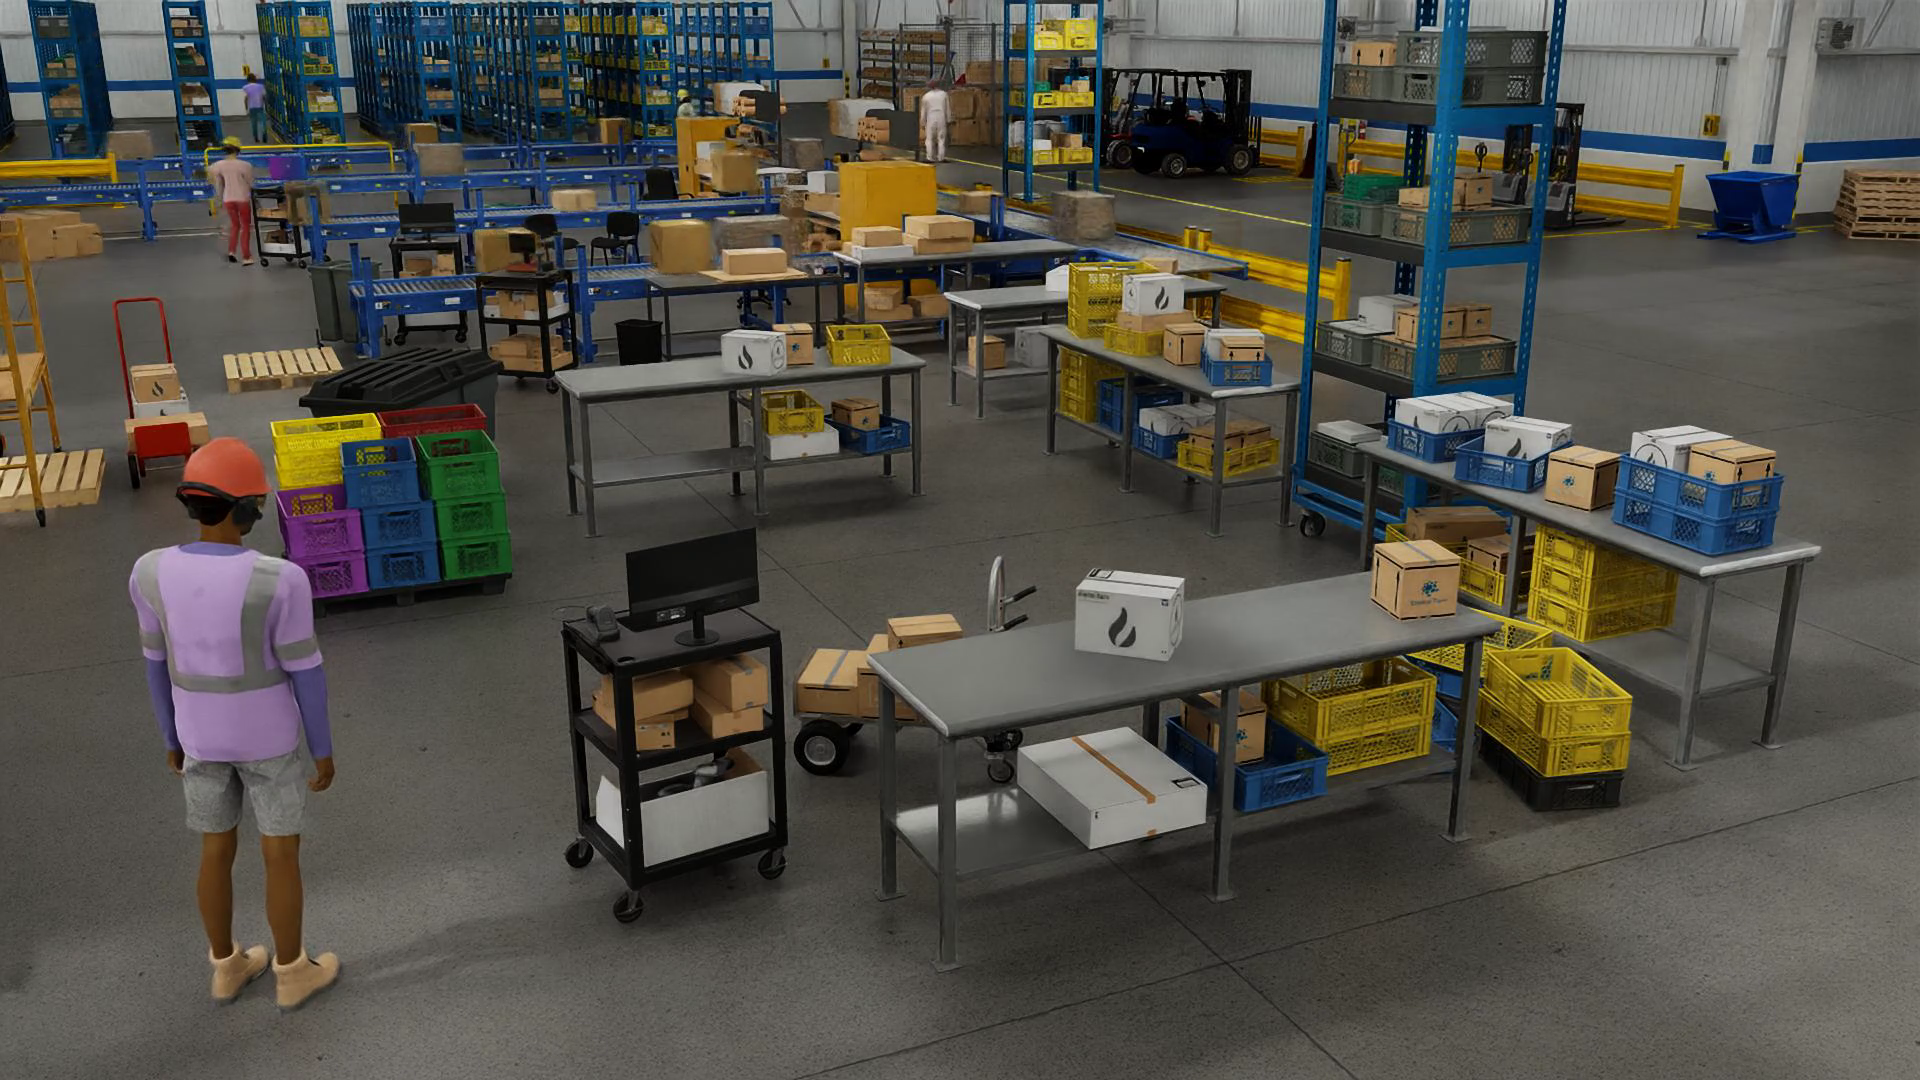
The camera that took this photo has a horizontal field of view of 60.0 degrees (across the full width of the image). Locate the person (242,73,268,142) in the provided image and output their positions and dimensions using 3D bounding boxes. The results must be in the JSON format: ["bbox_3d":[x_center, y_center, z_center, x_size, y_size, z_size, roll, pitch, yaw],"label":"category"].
[{"bbox_3d":[-18.750,-11.510,44.317,0.580,1.820,0.745,-9,20,-25],"label":"person"}]

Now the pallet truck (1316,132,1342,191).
[{"bbox_3d":[7.723,-7.504,32.656,1.601,1.201,0.680,-8,19,-23],"label":"pallet truck"}]

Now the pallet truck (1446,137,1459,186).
[{"bbox_3d":[9.184,-6.485,29.328,1.630,1.274,0.653,-8,19,-23],"label":"pallet truck"}]

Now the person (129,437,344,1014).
[{"bbox_3d":[-2.430,0.649,5.682,0.611,2.032,0.419,2,18,5],"label":"person"}]

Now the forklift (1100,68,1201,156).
[{"bbox_3d":[4.082,-9.564,37.410,2.680,1.987,1.157,-8,19,-23],"label":"forklift"}]

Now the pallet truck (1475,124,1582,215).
[{"bbox_3d":[9.707,-6.455,28.103,1.885,1.965,0.823,-7,19,-20],"label":"pallet truck"}]

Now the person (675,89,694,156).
[{"bbox_3d":[-5.818,-8.595,35.135,0.431,1.813,0.614,4,18,13],"label":"person"}]

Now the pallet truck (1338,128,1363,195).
[{"bbox_3d":[7.845,-7.140,31.411,1.522,1.261,0.704,-9,20,-25],"label":"pallet truck"}]

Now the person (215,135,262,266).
[{"bbox_3d":[-9.882,-4.644,22.800,0.525,1.754,0.372,3,18,9],"label":"person"}]

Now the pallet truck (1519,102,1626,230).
[{"bbox_3d":[9.972,-6.037,26.785,1.885,1.965,0.823,-9,20,-25],"label":"pallet truck"}]

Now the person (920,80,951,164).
[{"bbox_3d":[-0.572,-9.605,38.237,0.733,1.876,0.394,-5,18,-15],"label":"person"}]

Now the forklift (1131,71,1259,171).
[{"bbox_3d":[4.998,-8.936,35.413,2.680,1.987,1.157,-9,20,-25],"label":"forklift"}]
